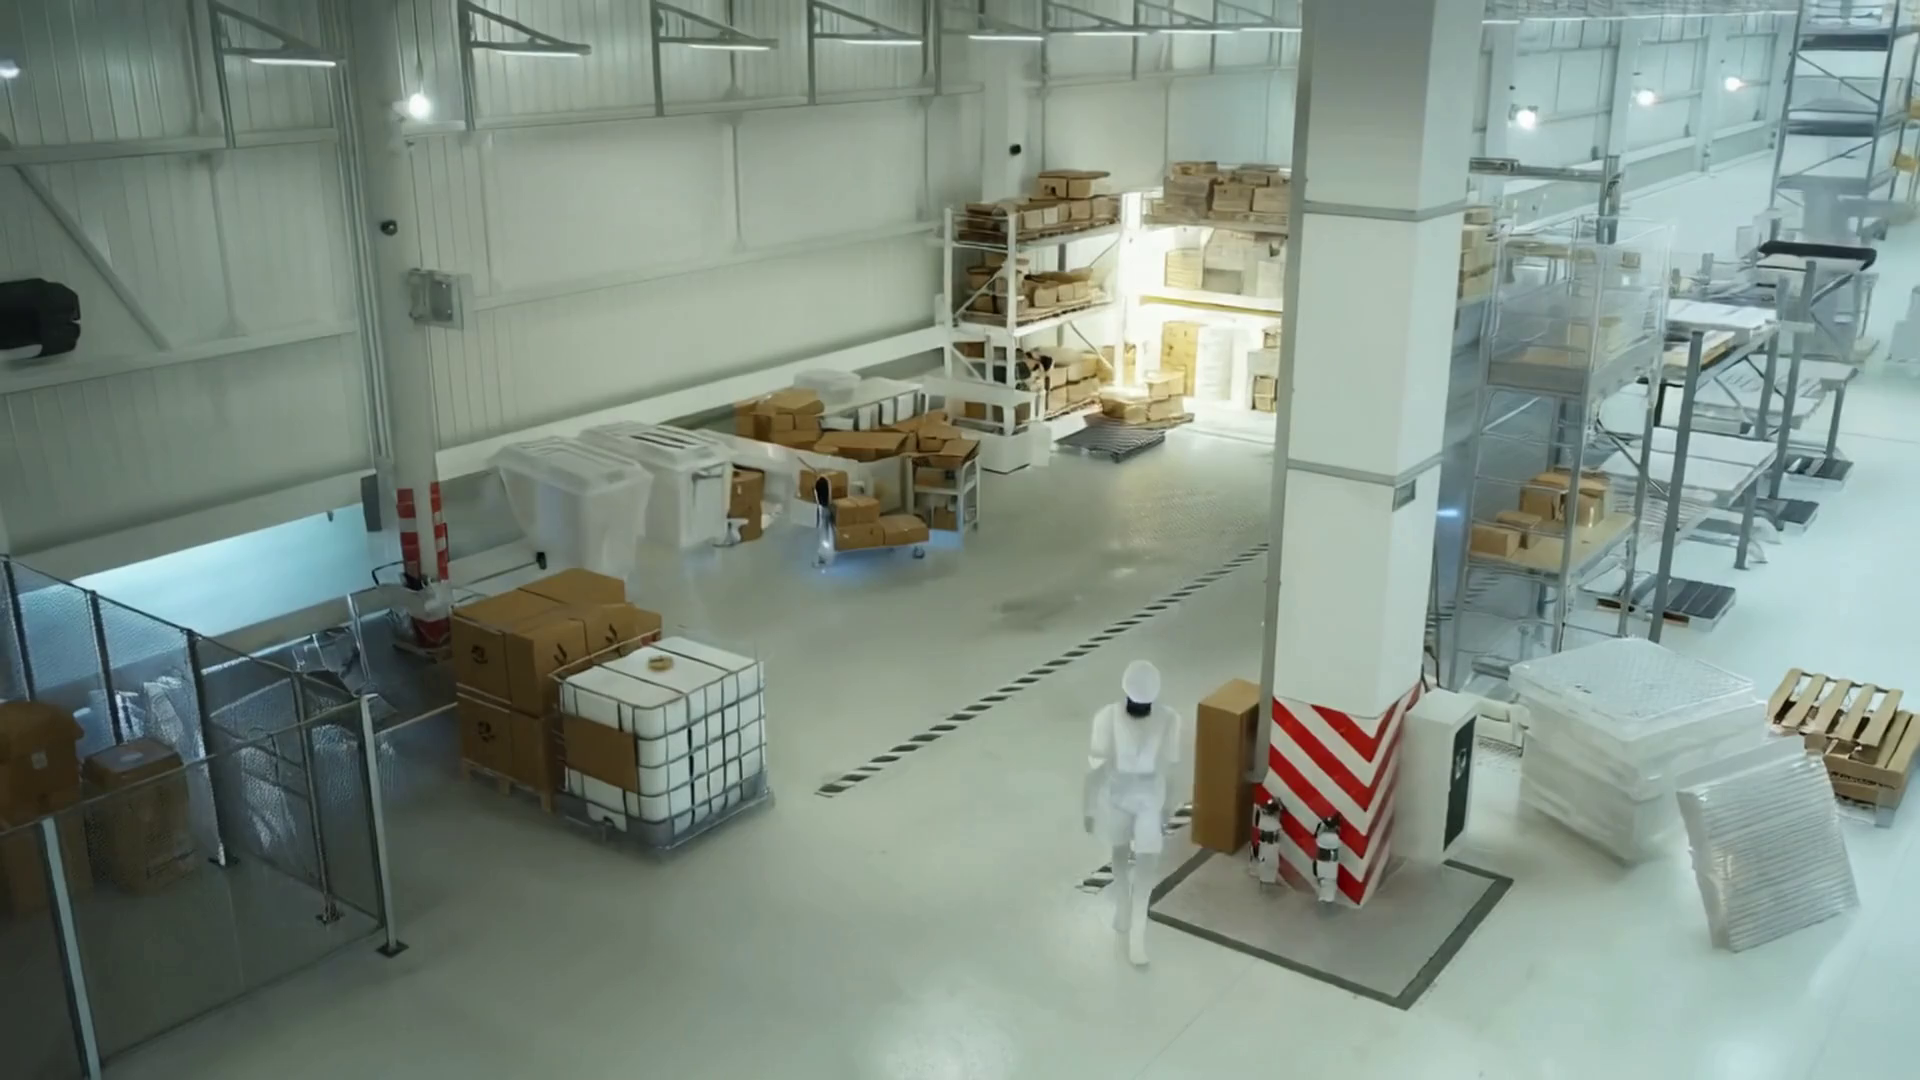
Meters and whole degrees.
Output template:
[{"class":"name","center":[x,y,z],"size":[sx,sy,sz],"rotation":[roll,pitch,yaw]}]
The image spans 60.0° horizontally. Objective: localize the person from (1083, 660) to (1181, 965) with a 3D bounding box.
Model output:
[{"class":"person","center":[1.042,1.638,10.154],"size":[0.584,1.894,0.868],"rotation":[2,18,7]}]

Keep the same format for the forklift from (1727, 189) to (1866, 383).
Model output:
[{"class":"forklift","center":[13.187,-4.015,25.905],"size":[1.873,2.768,1.129],"rotation":[13,22,34]}]
